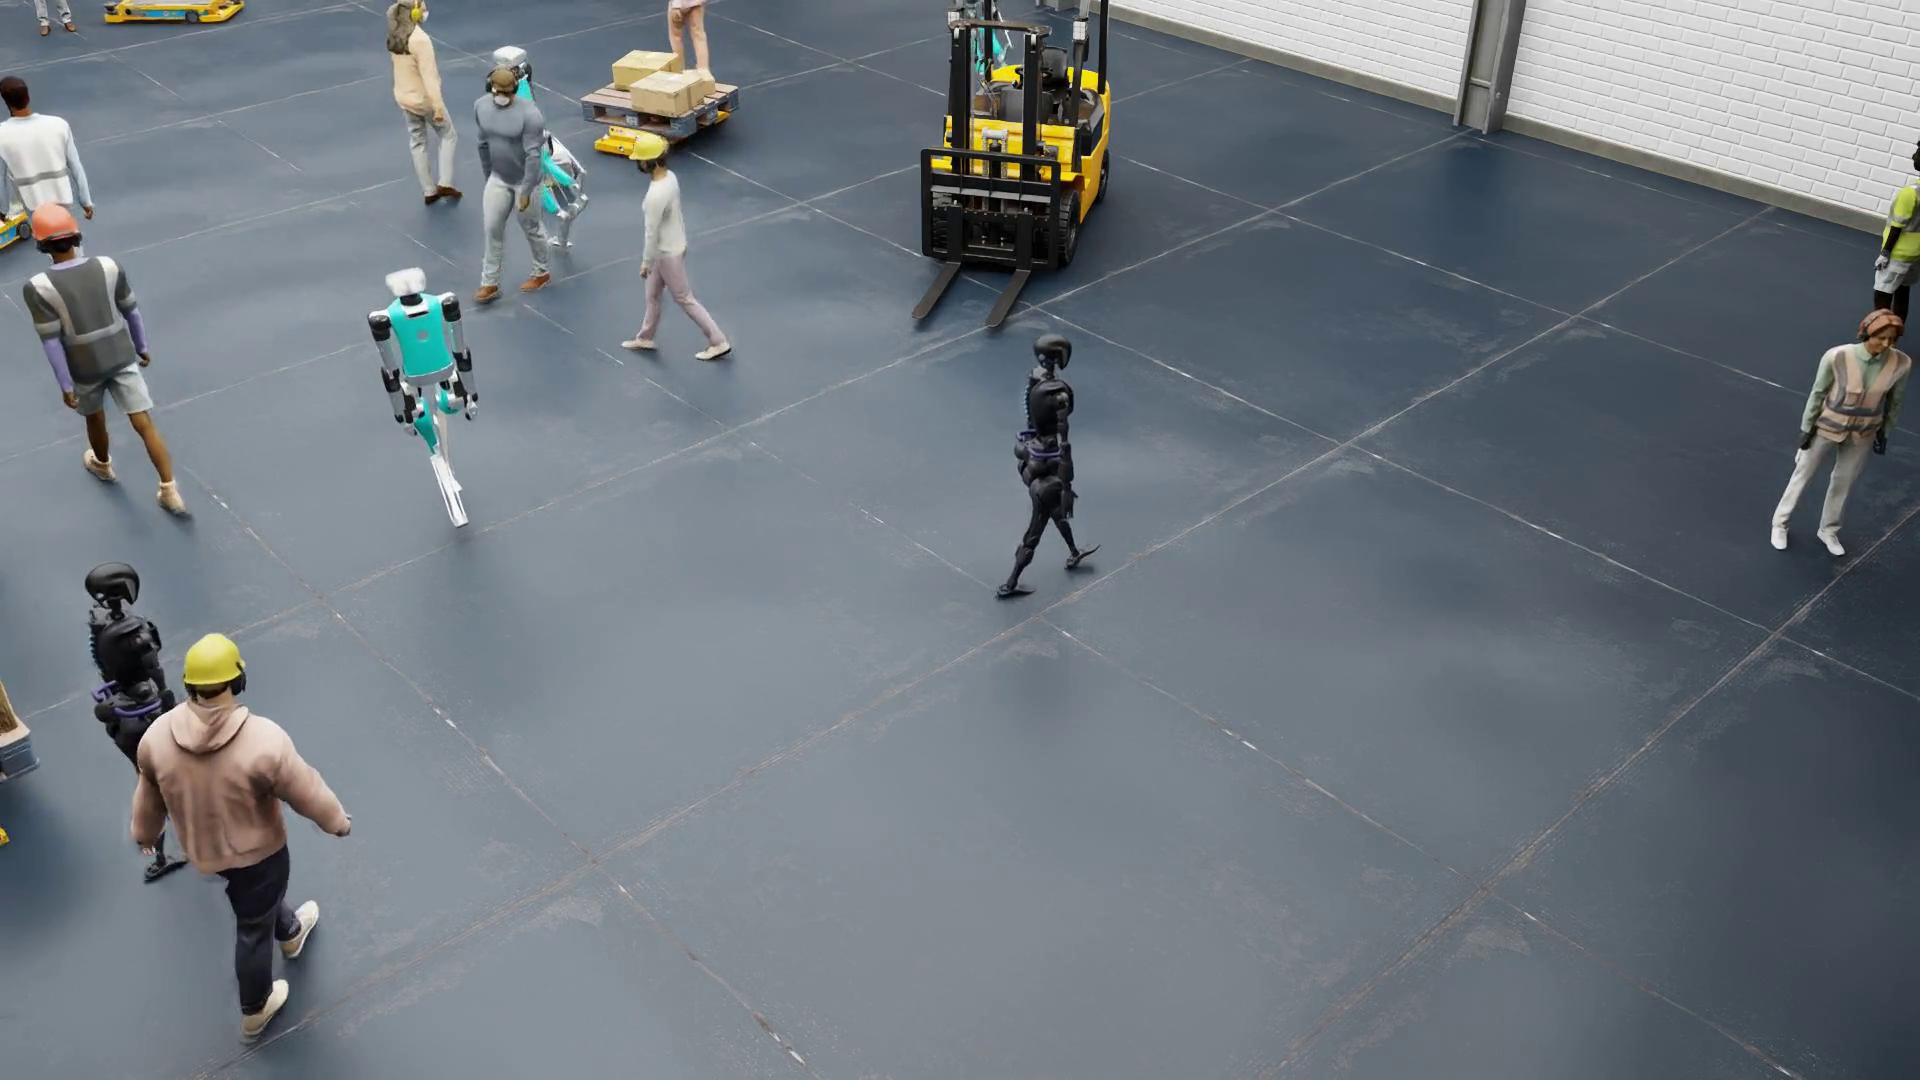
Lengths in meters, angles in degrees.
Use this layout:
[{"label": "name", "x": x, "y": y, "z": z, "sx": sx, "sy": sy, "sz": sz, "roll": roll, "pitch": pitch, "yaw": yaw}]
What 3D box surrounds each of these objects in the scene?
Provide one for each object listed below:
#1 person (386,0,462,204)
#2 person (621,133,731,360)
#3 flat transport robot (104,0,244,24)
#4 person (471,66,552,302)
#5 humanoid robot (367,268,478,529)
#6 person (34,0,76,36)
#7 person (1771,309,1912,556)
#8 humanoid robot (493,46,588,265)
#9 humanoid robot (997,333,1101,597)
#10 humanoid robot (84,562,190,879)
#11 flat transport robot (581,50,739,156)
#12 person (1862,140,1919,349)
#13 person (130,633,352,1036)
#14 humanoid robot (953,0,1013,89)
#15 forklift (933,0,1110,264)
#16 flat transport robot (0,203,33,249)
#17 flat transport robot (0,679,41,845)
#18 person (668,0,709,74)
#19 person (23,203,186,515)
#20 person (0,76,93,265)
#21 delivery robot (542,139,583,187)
[{"label": "person", "x": -4.760, "y": -3.905, "z": 14.725, "sx": 0.563, "sy": 1.851, "sz": 0.478, "roll": 14, "pitch": 36, "yaw": 21}, {"label": "person", "x": -2.127, "y": -2.117, "z": 12.102, "sx": 0.870, "sy": 1.726, "sz": 0.530, "roll": 1, "pitch": 33, "yaw": 2}, {"label": "flat transport robot", "x": -9.470, "y": -6.423, "z": 20.045, "sx": 1.431, "sy": 0.231, "sz": 0.659, "roll": 0, "pitch": 33, "yaw": -1}, {"label": "person", "x": -3.505, "y": -2.723, "z": 12.879, "sx": 0.650, "sy": 1.890, "sz": 0.823, "roll": 12, "pitch": 35, "yaw": 18}, {"label": "humanoid robot", "x": -3.288, "y": -0.917, "z": 10.240, "sx": 0.559, "sy": 1.733, "sz": 1.021, "roll": -18, "pitch": 37, "yaw": -25}, {"label": "person", "x": -10.616, "y": -6.691, "z": 19.192, "sx": 0.458, "sy": 1.645, "sz": 0.318, "roll": -16, "pitch": 36, "yaw": -23}, {"label": "person", "x": 5.263, "y": -0.633, "z": 9.903, "sx": 0.524, "sy": 1.629, "sz": 0.320, "roll": 6, "pitch": 33, "yaw": 9}, {"label": "humanoid robot", "x": -3.349, "y": -3.088, "z": 13.652, "sx": 0.754, "sy": 1.875, "sz": 0.548, "roll": 8, "pitch": 34, "yaw": 13}, {"label": "humanoid robot", "x": 0.551, "y": -0.437, "z": 9.578, "sx": 0.744, "sy": 1.628, "sz": 0.605, "roll": -11, "pitch": 35, "yaw": -17}, {"label": "humanoid robot", "x": -3.725, "y": 0.825, "z": 7.628, "sx": 0.608, "sy": 1.642, "sz": 0.502, "roll": 22, "pitch": 39, "yaw": 30}, {"label": "flat transport robot", "x": -2.950, "y": -4.131, "z": 16.523, "sx": 0.659, "sy": 0.231, "sz": 1.431, "roll": 15, "pitch": 36, "yaw": 21}, {"label": "person", "x": 6.866, "y": -2.107, "z": 12.108, "sx": 0.535, "sy": 1.694, "sz": 0.320, "roll": -21, "pitch": 38, "yaw": -29}, {"label": "person", "x": -2.975, "y": 1.179, "z": 6.940, "sx": 0.797, "sy": 1.813, "sz": 0.834, "roll": 5, "pitch": 33, "yaw": 8}, {"label": "humanoid robot", "x": 0.285, "y": -5.114, "z": 16.794, "sx": 0.550, "sy": 1.907, "sz": 0.725, "roll": -23, "pitch": 40, "yaw": -31}, {"label": "forklift", "x": 0.570, "y": -3.725, "z": 14.138, "sx": 1.214, "sy": 2.155, "sz": 2.313, "roll": 9, "pitch": 34, "yaw": 13}, {"label": "flat transport robot", "x": -8.423, "y": -2.549, "z": 14.091, "sx": 0.659, "sy": 0.231, "sz": 1.431, "roll": 5, "pitch": 33, "yaw": 8}, {"label": "flat transport robot", "x": -5.339, "y": 1.264, "z": 8.231, "sx": 1.431, "sy": 0.231, "sz": 0.659, "roll": 27, "pitch": 42, "yaw": 35}, {"label": "person", "x": -2.939, "y": -5.676, "z": 17.534, "sx": 0.785, "sy": 1.747, "sz": 0.555, "roll": 26, "pitch": 41, "yaw": 34}, {"label": "person", "x": -5.349, "y": -1.131, "z": 10.348, "sx": 0.630, "sy": 1.984, "sz": 1.079, "roll": -29, "pitch": 43, "yaw": -36}, {"label": "person", "x": -7.017, "y": -2.606, "z": 12.686, "sx": 0.839, "sy": 1.888, "sz": 0.605, "roll": 28, "pitch": 42, "yaw": 36}, {"label": "delivery robot", "x": -3.860, "y": -3.495, "z": 15.282, "sx": 0.499, "sy": 0.593, "sz": 0.797, "roll": -23, "pitch": 40, "yaw": -31}]
